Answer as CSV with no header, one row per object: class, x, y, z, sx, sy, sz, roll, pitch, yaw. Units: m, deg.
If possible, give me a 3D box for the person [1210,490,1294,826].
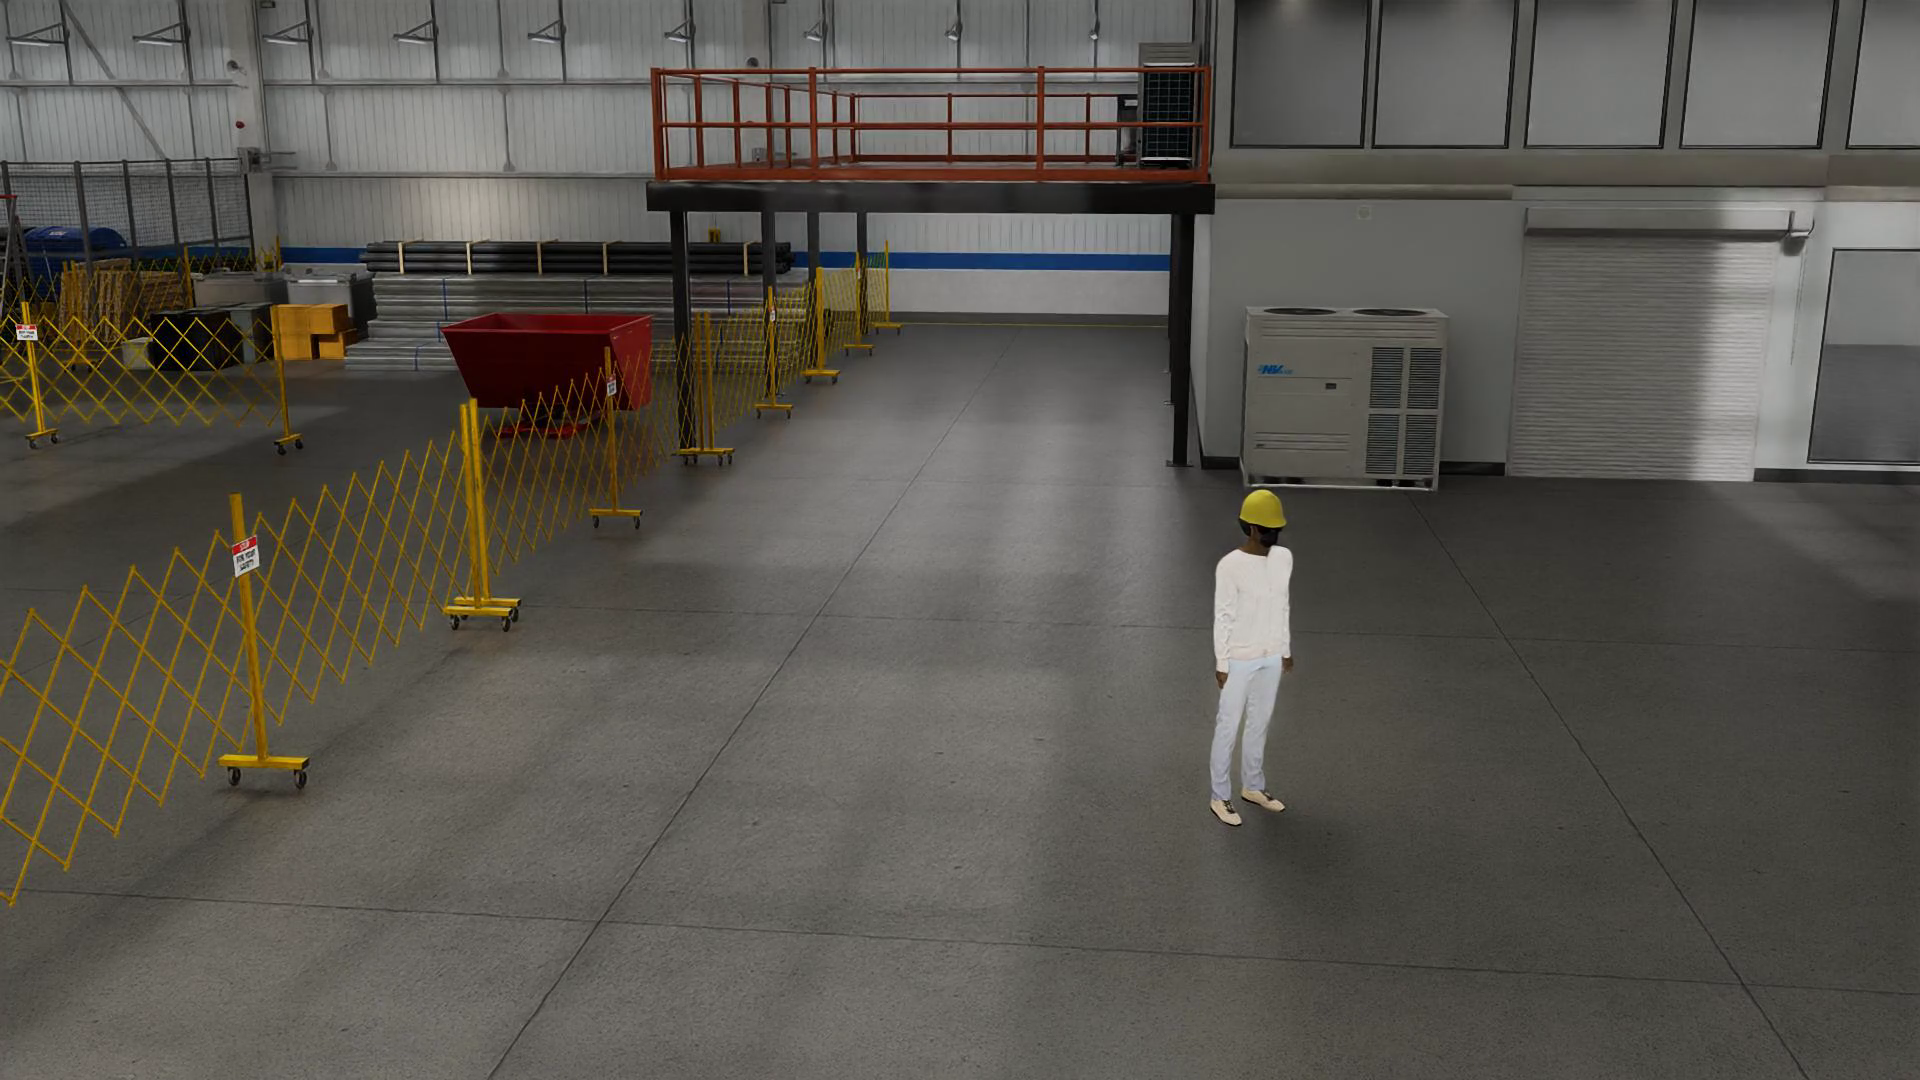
person,1.538,0.602,8.649,0.534,1.767,0.320,-10,17,-34
